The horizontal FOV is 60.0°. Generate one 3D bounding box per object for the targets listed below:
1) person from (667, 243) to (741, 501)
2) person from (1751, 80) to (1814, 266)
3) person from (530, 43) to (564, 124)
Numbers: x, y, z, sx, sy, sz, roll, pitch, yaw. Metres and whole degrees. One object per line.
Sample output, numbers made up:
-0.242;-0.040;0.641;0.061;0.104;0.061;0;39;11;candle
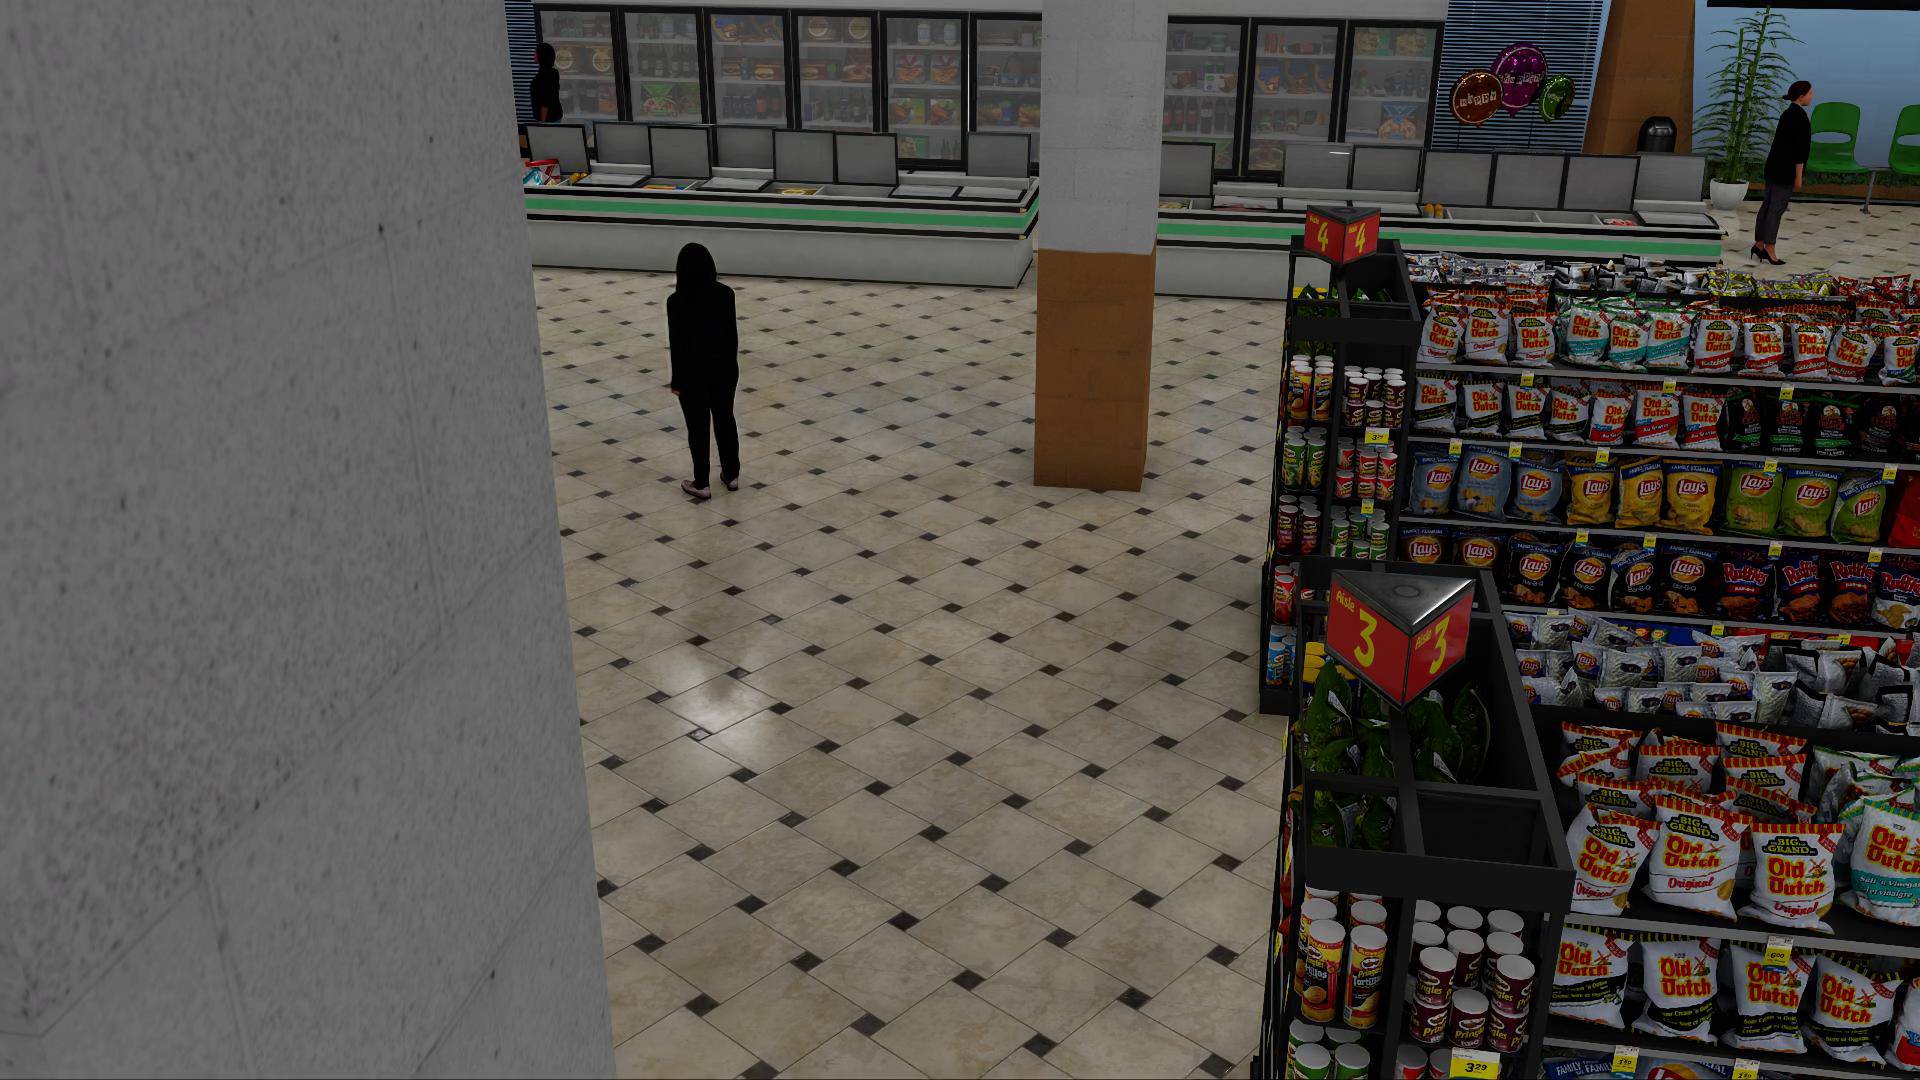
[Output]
-1.595;-1.060;10.418;0.769;1.616;0.818;-18;29;-35;person
7.862;-3.514;15.900;0.613;1.719;0.670;0;24;1;person
-4.579;-4.680;18.585;0.526;1.702;0.565;5;24;11;person
